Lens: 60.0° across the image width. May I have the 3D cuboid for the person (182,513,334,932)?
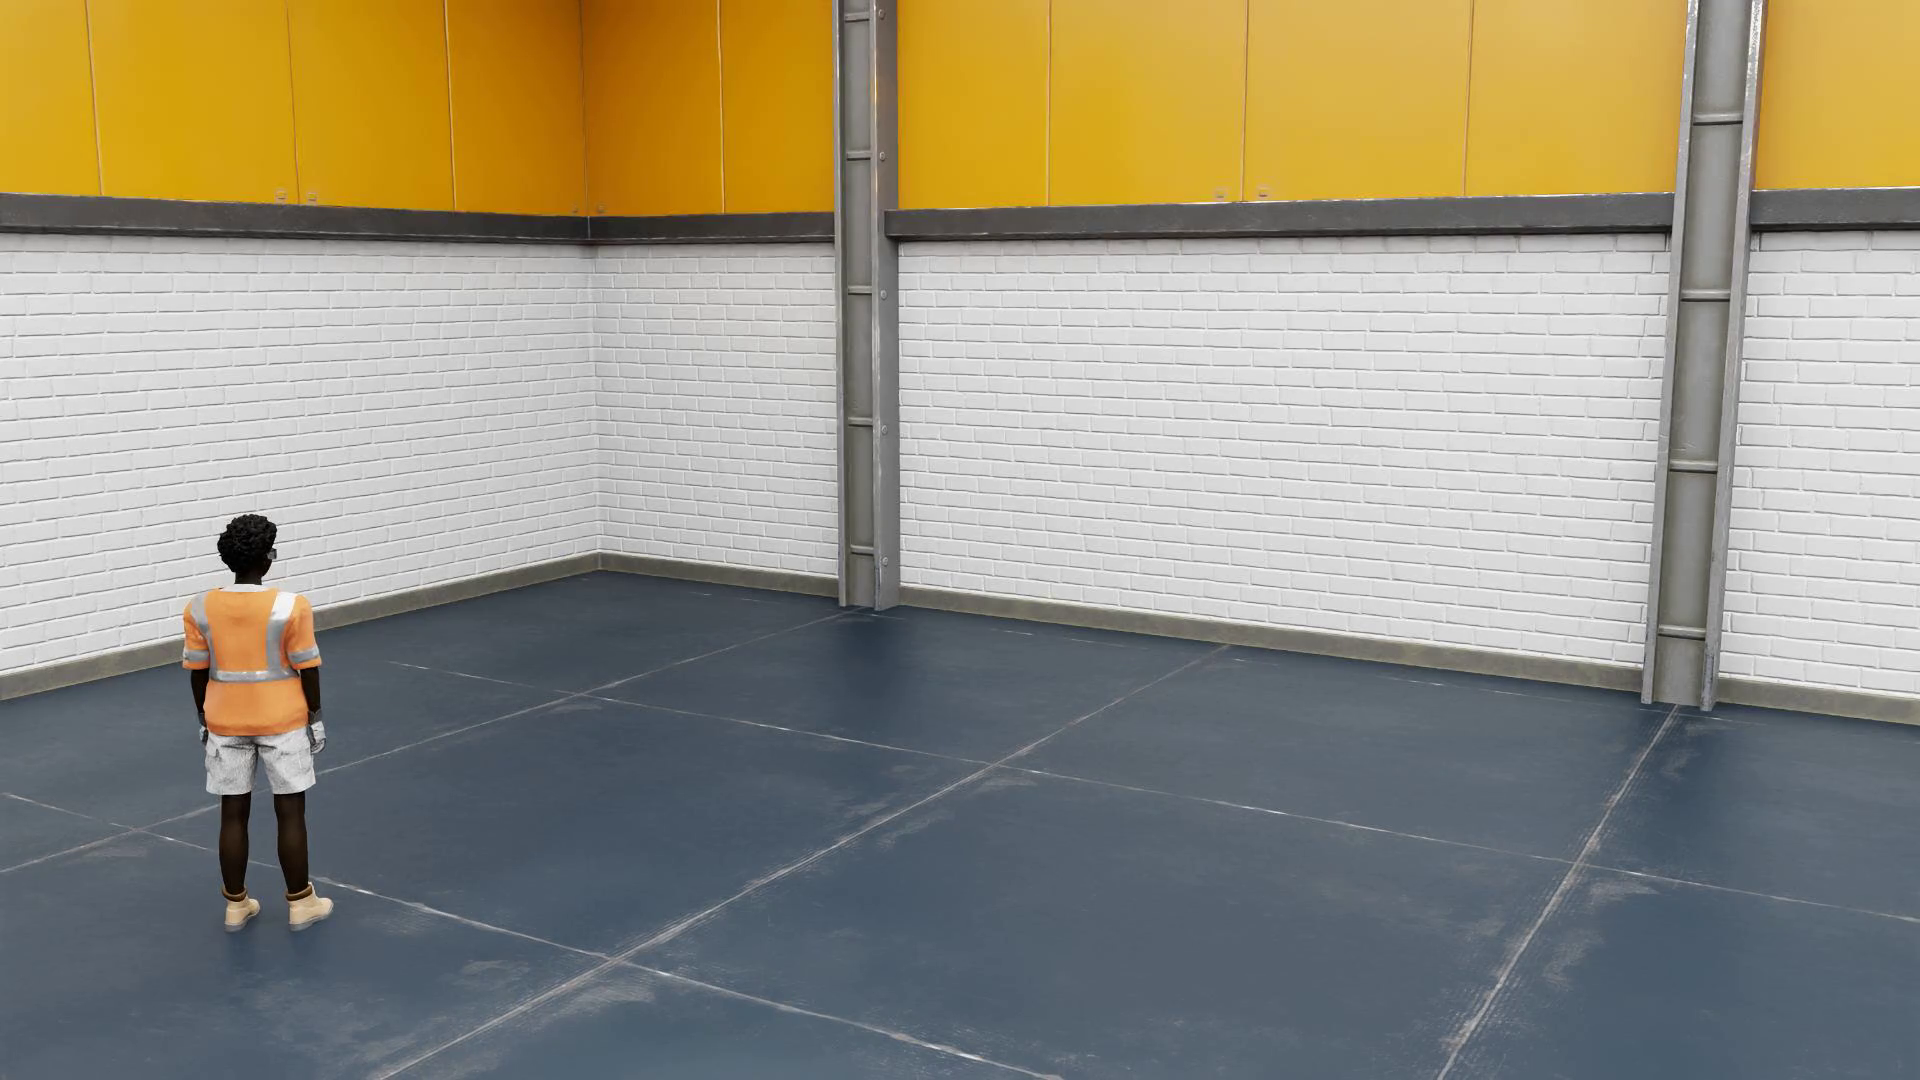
[{"bbox_3d":[-2.812,0.738,6.685,0.540,1.696,0.315,0,9,1],"label":"person"}]
